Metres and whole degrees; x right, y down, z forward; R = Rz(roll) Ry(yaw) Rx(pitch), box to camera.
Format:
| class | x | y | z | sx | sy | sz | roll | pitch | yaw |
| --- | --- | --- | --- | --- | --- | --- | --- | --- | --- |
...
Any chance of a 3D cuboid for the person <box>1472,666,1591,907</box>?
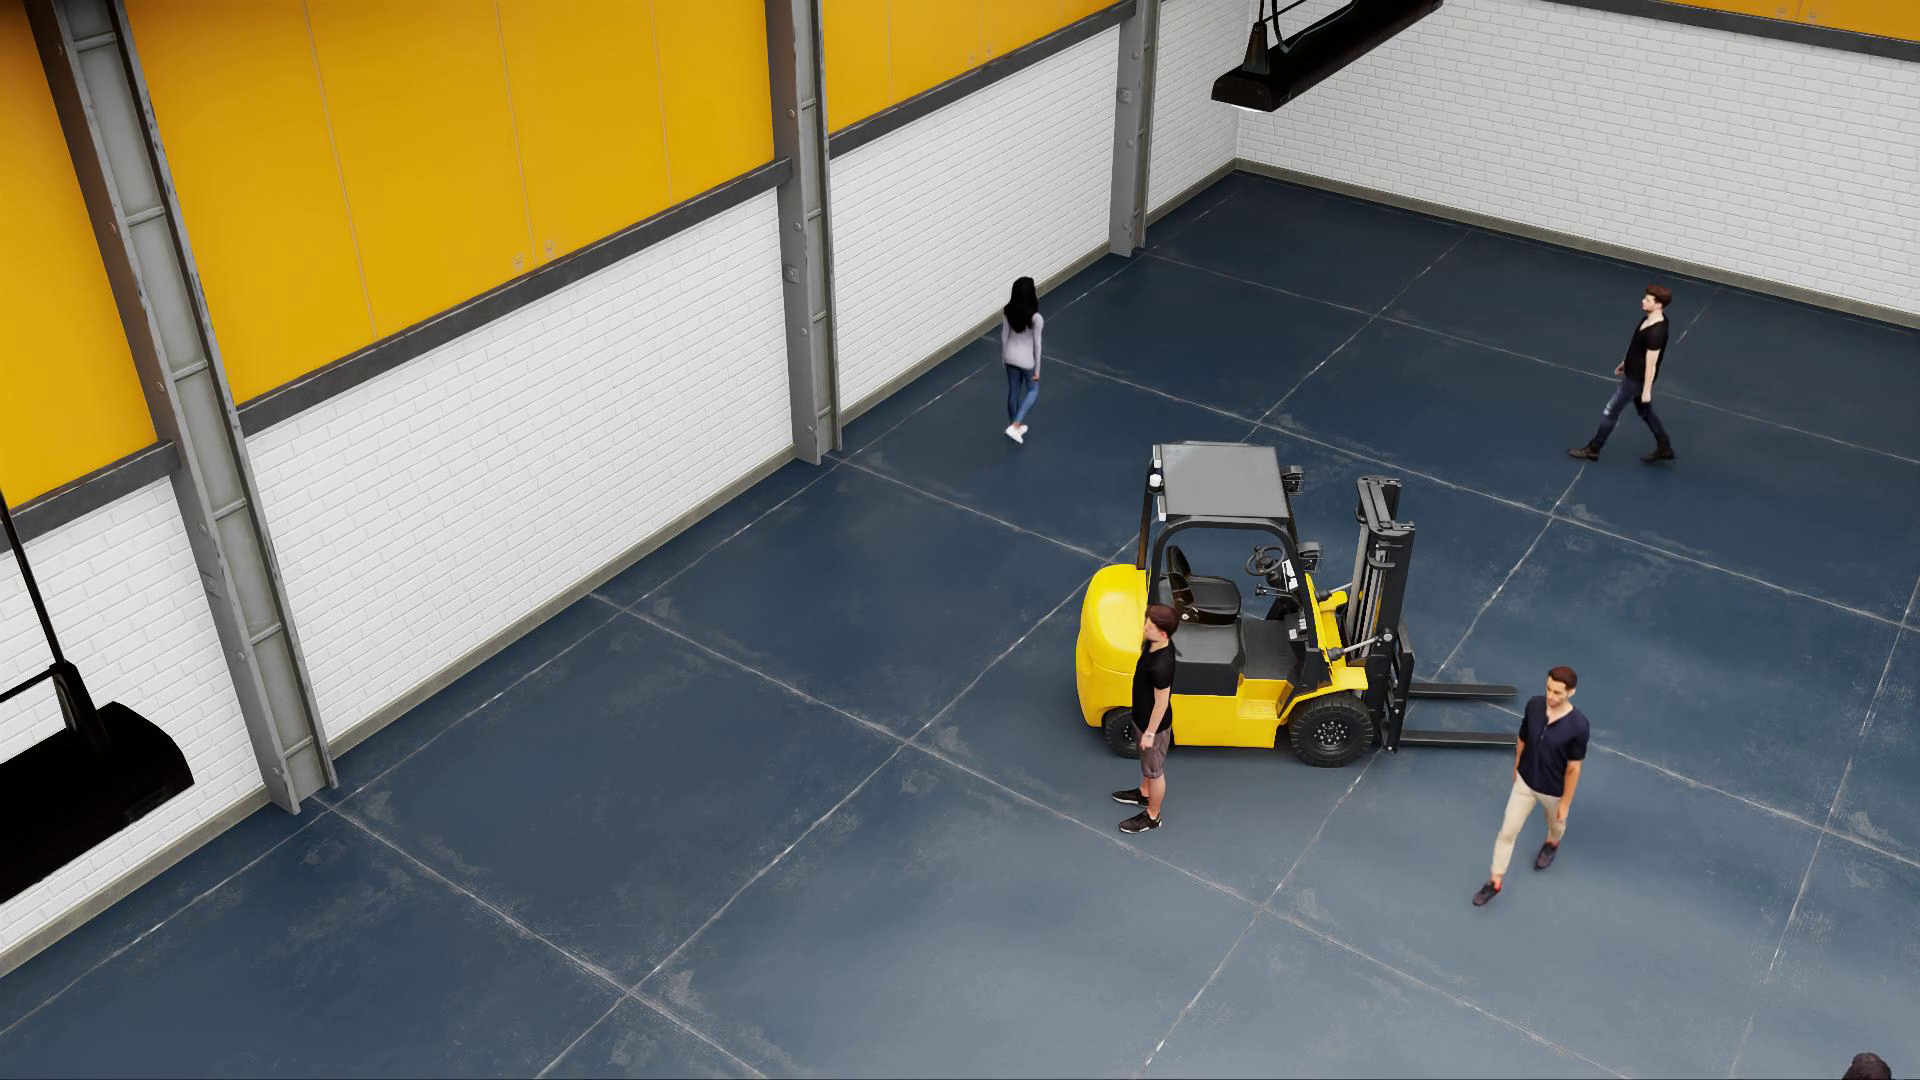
| class | x | y | z | sx | sy | sz | roll | pitch | yaw |
| --- | --- | --- | --- | --- | --- | --- | --- | --- | --- |
| person | 3.929 | 1.578 | 11.044 | 0.756 | 1.813 | 1.193 | 27 | 42 | 35 |

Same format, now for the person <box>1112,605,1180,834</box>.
| class | x | y | z | sx | sy | sz | roll | pitch | yaw |
| --- | --- | --- | --- | --- | --- | --- | --- | --- | --- |
| person | 1.339 | 1.216 | 11.545 | 0.825 | 1.863 | 0.734 | -1 | 34 | -2 |

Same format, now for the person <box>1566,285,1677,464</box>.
| class | x | y | z | sx | sy | sz | roll | pitch | yaw |
| --- | --- | --- | --- | --- | --- | --- | --- | --- | --- |
| person | 6.491 | -1.506 | 15.644 | 0.925 | 1.857 | 1.227 | 12 | 35 | 18 |

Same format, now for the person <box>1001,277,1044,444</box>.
| class | x | y | z | sx | sy | sz | roll | pitch | yaw |
| --- | --- | --- | --- | --- | --- | --- | --- | --- | --- |
| person | 0.532 | -1.687 | 16.039 | 0.635 | 1.722 | 0.782 | 19 | 38 | 26 |
